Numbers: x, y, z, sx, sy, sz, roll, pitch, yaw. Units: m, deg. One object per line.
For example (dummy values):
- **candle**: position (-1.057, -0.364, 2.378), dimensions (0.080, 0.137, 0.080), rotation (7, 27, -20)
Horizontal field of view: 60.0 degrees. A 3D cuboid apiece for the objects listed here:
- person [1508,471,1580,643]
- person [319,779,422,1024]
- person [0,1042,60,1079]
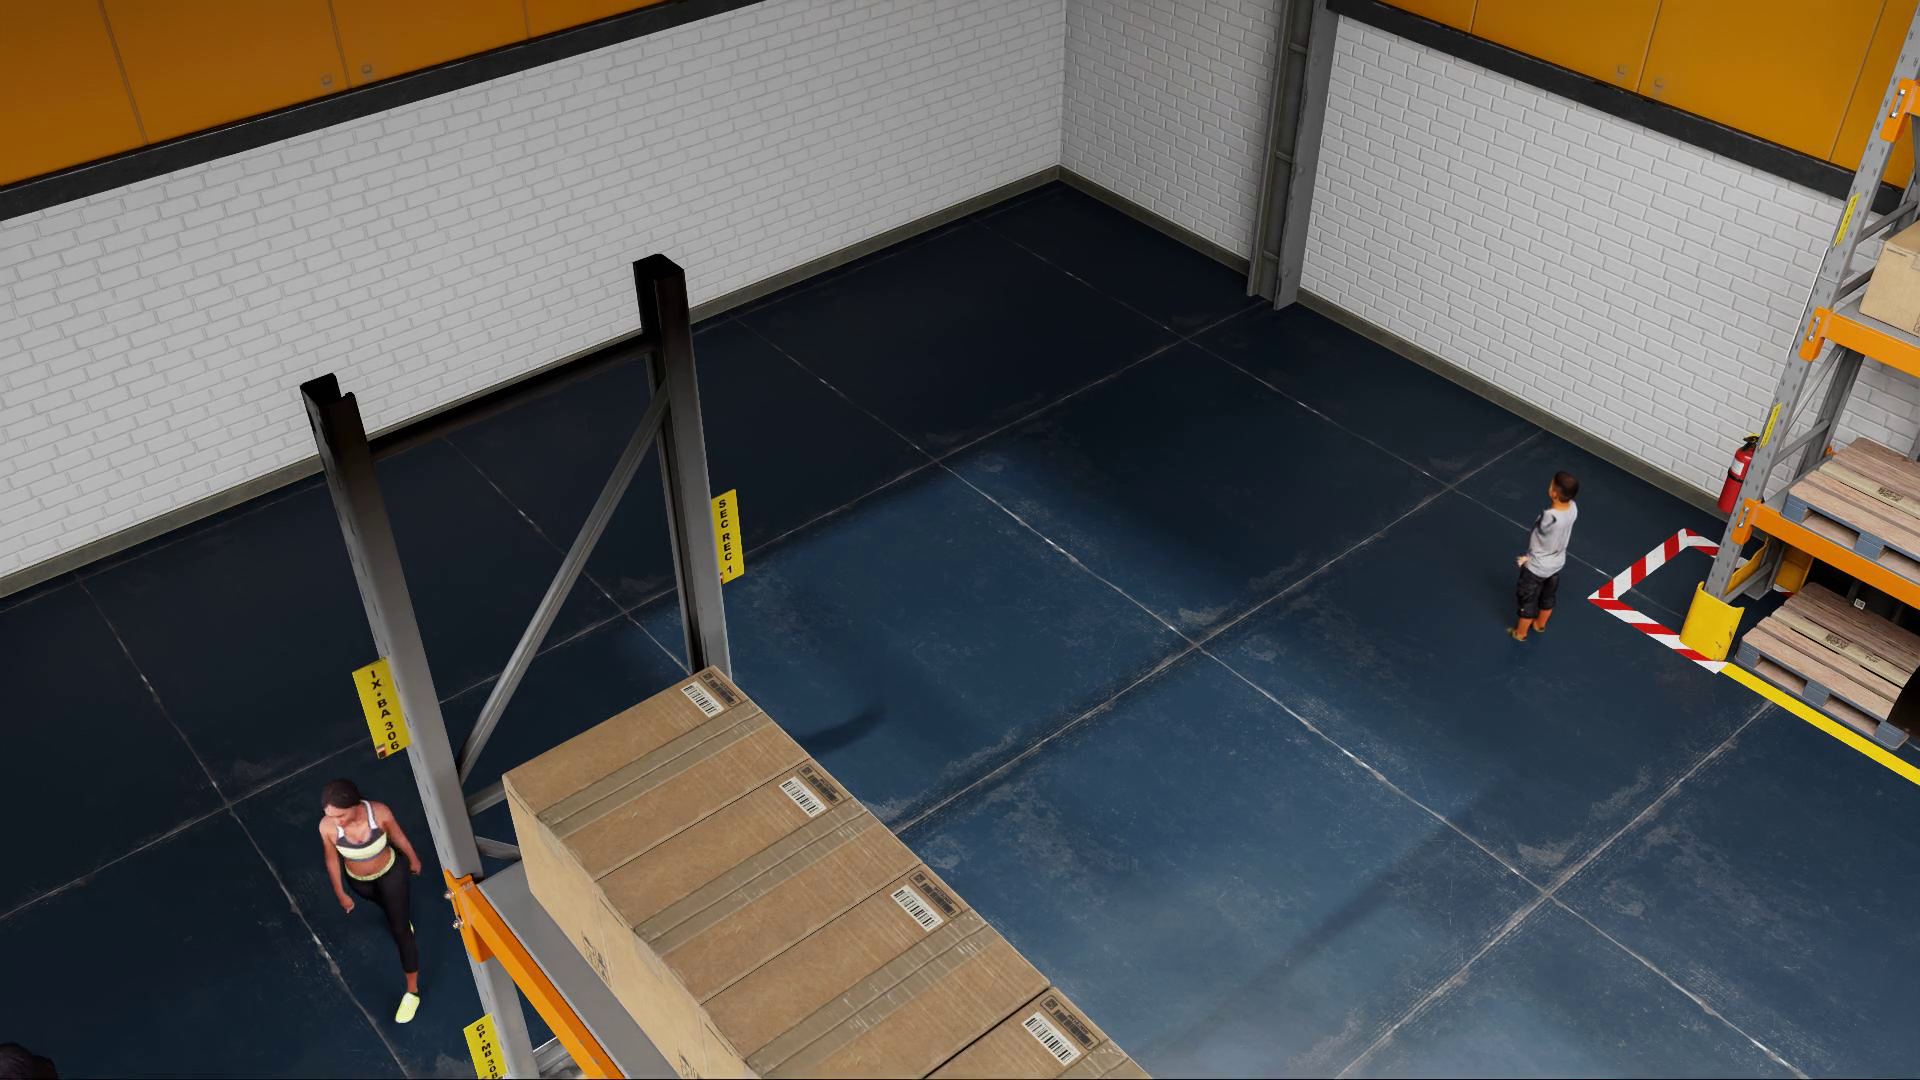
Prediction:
- **person**: position (4.172, 0.086, 11.811), dimensions (0.583, 1.453, 0.527), rotation (-20, 43, -23)
- **person**: position (-3.299, 1.828, 9.428), dimensions (0.966, 1.704, 1.242), rotation (-11, 40, -14)
- **person**: position (-4.267, 2.972, 7.998), dimensions (1.008, 1.701, 1.050), rotation (-6, 39, -7)
